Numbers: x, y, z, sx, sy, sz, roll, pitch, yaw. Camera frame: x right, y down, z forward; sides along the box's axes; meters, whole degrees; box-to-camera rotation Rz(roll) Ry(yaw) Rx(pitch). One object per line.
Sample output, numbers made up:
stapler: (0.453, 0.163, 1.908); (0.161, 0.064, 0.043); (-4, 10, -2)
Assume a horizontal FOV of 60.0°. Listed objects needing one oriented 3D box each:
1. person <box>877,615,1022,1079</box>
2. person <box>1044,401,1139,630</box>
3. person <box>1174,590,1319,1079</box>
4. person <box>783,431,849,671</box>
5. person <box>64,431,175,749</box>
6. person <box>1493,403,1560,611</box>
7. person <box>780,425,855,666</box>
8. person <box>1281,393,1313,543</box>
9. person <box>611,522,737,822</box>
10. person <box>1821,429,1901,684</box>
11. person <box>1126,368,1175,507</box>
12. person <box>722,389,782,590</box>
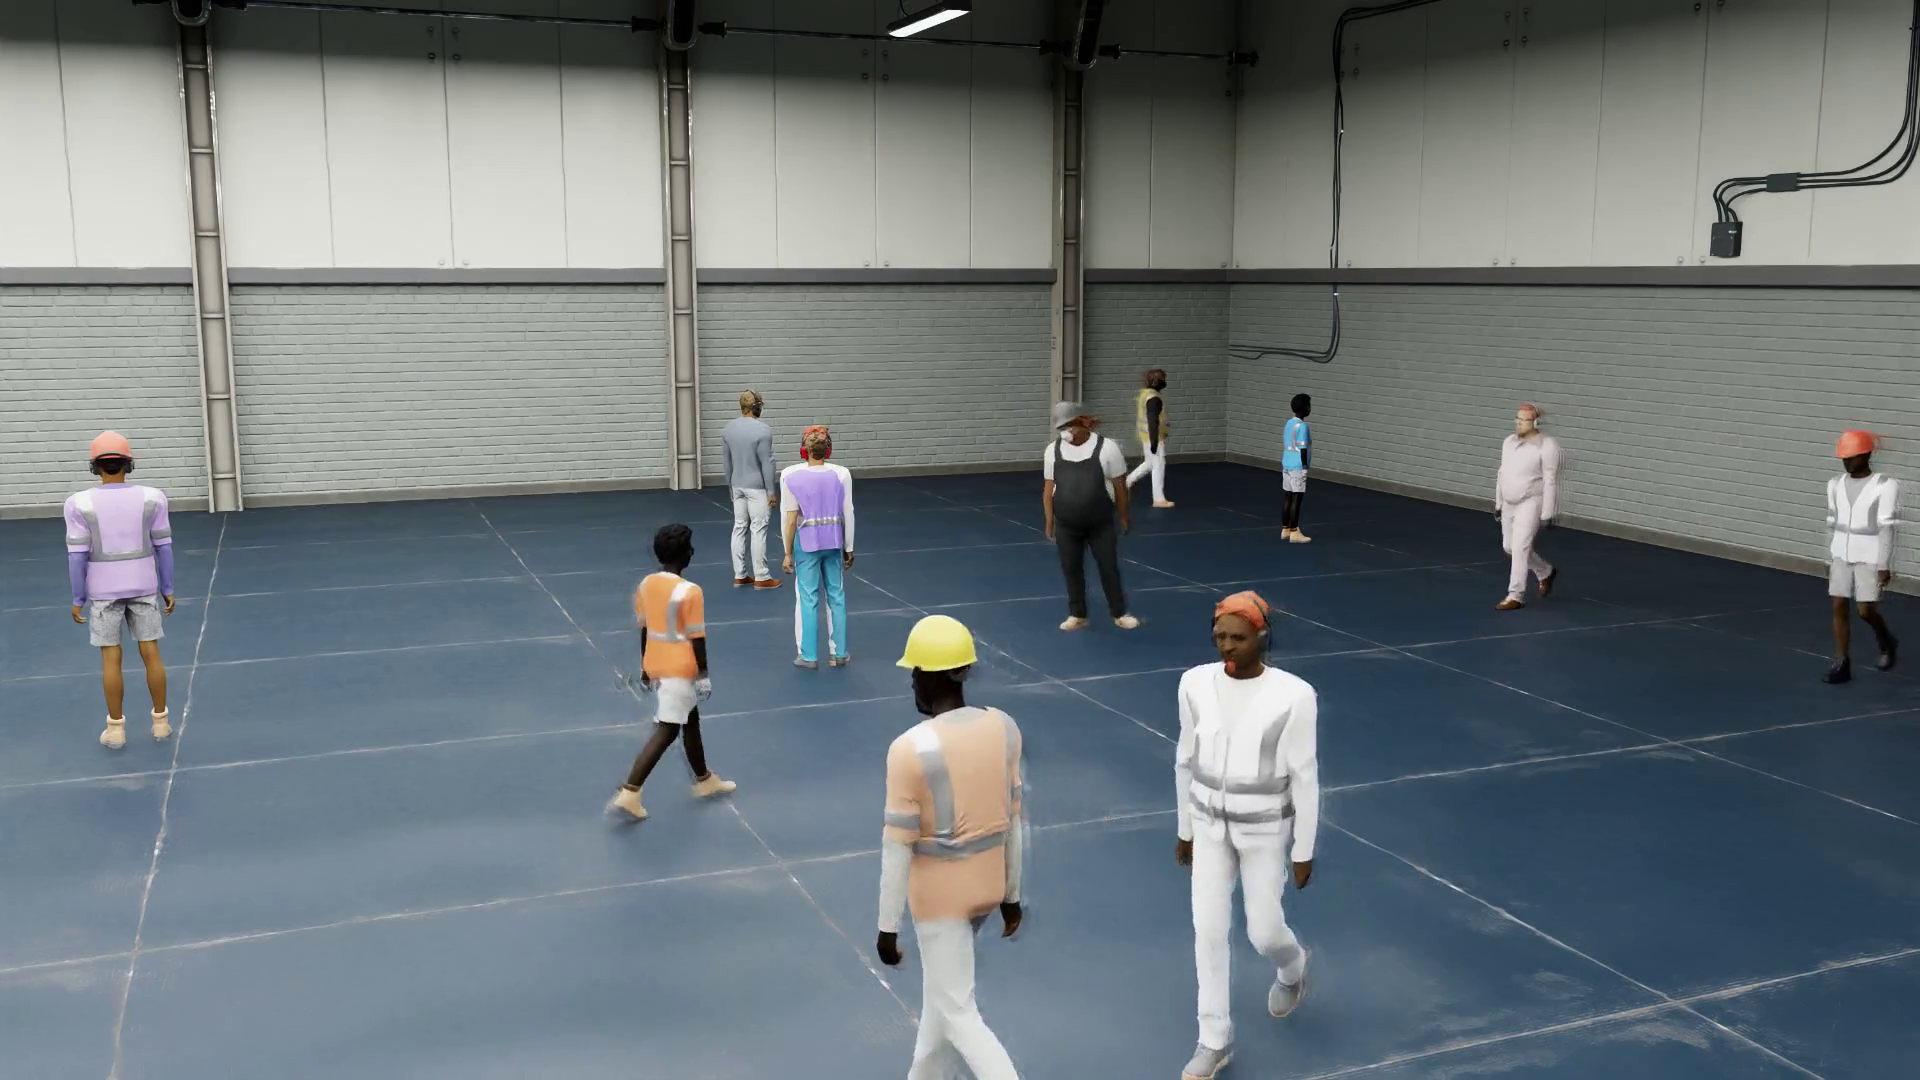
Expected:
person: (0.027, 1.200, 5.665); (0.915, 1.895, 0.600); (8, 12, 43)
person: (1.083, -0.220, 14.100); (0.803, 2.000, 0.570); (3, 9, 16)
person: (1.112, 1.098, 6.388); (0.588, 1.862, 0.738); (6, 11, 34)
person: (-1.084, 0.084, 12.795); (0.567, 1.844, 0.377); (-5, 10, -28)
person: (-5.407, 0.316, 10.729); (0.614, 2.039, 0.392); (-7, 11, -37)
person: (5.204, -0.316, 15.178); (0.767, 1.887, 0.641); (-4, 10, -22)
person: (-1.099, 0.047, 12.915); (0.574, 1.883, 0.356); (1, 9, 5)
person: (3.847, -0.821, 18.947); (0.317, 1.695, 0.540); (-1, 9, -8)
person: (-1.634, 0.725, 9.337); (0.861, 1.659, 0.534); (-8, 12, -41)
person: (6.705, 0.119, 12.368); (0.608, 1.913, 0.555); (-5, 10, -30)
person: (2.454, -1.333, 21.759); (0.668, 1.828, 0.629); (-1, 9, -4)
person: (-2.015, -0.485, 16.078); (0.627, 1.941, 0.371); (7, 11, 37)
